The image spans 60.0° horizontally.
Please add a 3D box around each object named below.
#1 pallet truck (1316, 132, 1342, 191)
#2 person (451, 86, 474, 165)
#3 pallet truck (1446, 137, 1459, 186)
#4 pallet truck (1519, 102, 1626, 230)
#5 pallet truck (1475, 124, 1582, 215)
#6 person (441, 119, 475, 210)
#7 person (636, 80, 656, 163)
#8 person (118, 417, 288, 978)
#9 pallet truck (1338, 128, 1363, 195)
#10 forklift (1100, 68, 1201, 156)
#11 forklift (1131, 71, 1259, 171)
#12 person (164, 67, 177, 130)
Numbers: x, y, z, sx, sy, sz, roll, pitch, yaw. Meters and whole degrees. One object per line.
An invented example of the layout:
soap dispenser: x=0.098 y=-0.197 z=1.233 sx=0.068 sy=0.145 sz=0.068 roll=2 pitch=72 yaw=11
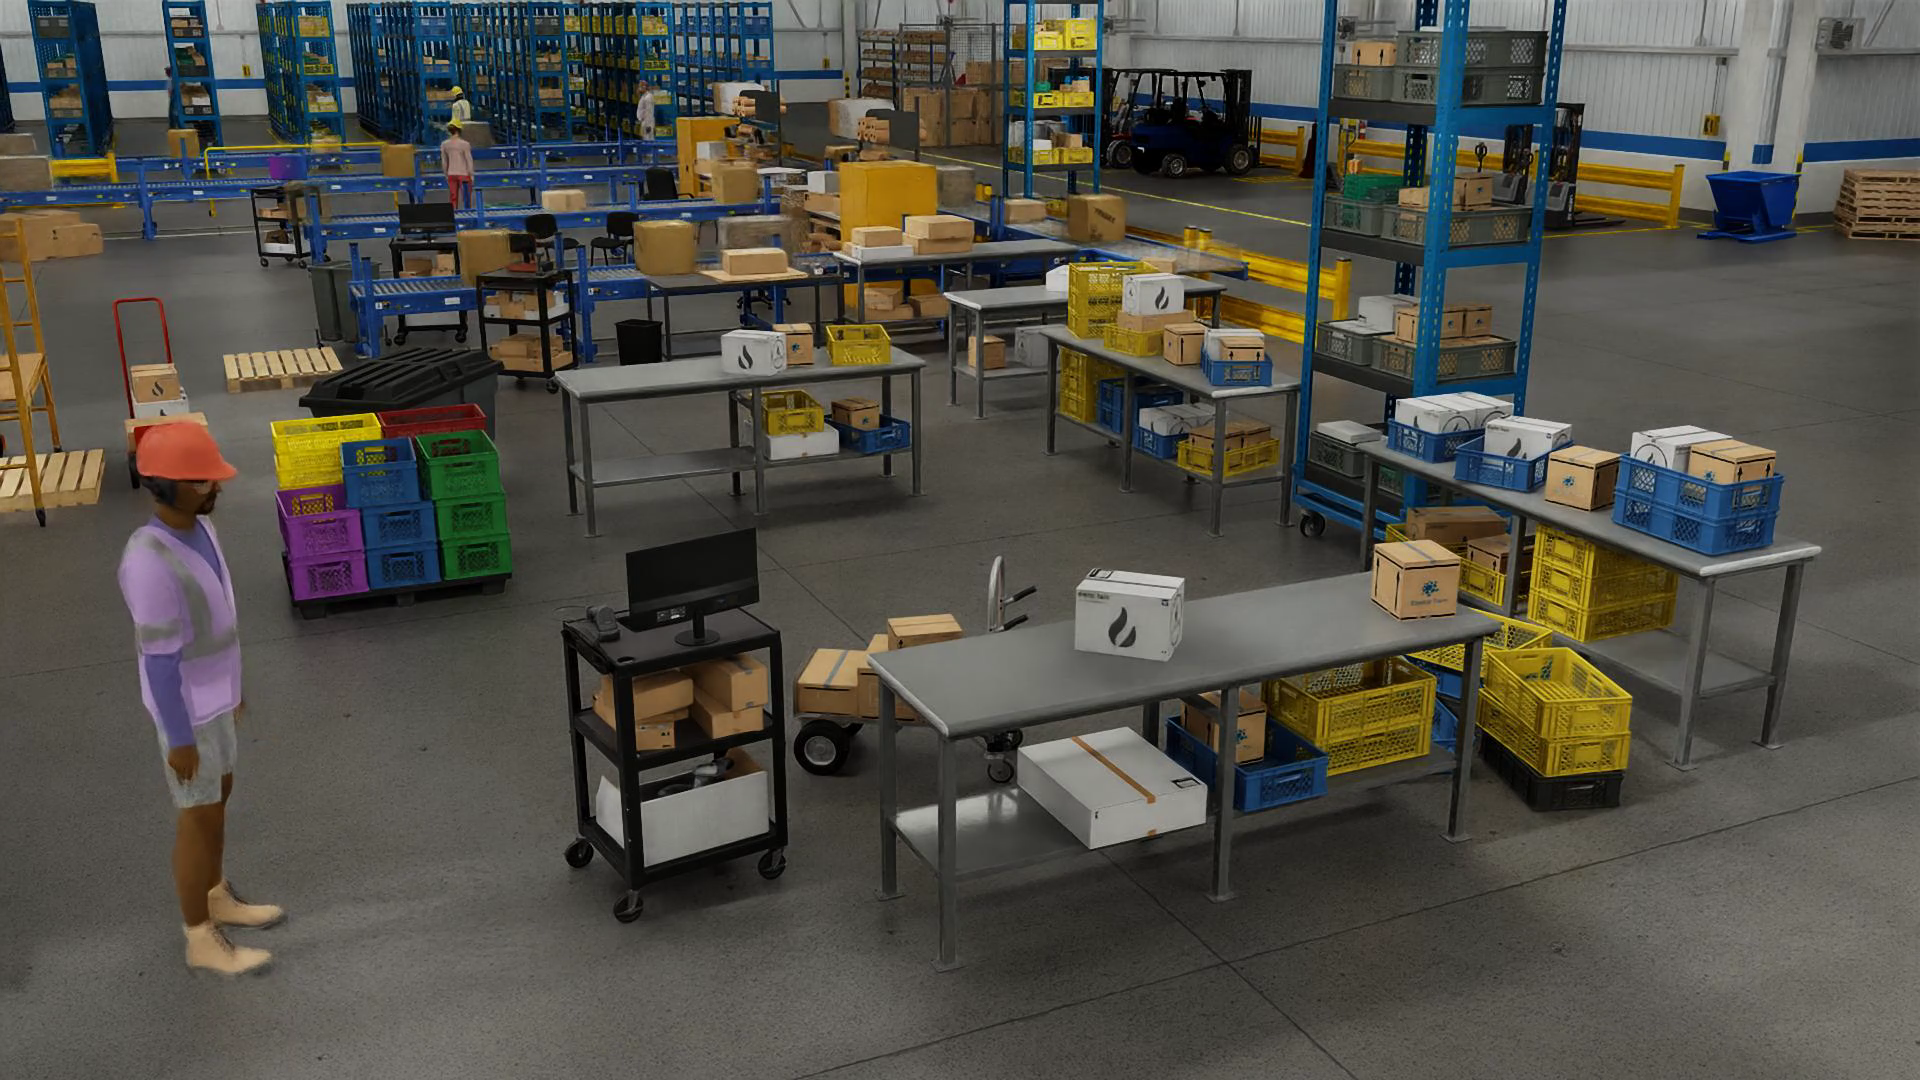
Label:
pallet truck: x=7.723 y=-7.504 z=32.656 sx=1.601 sy=1.201 sz=0.680 roll=-8 pitch=19 yaw=-23
person: x=-10.827 y=-8.915 z=36.134 sx=0.404 sy=1.824 sz=0.586 roll=5 pitch=18 yaw=14
pallet truck: x=9.184 y=-6.485 z=29.328 sx=1.630 sy=1.274 sz=0.653 roll=-8 pitch=19 yaw=-23
pallet truck: x=9.972 y=-6.037 z=26.785 sx=1.885 sy=1.965 sz=0.823 roll=-9 pitch=20 yaw=-25
pallet truck: x=9.707 y=-6.455 z=28.103 sx=1.885 sy=1.965 sz=0.823 roll=-7 pitch=19 yaw=-20
person: x=-7.886 y=-5.735 z=26.219 sx=0.522 sy=1.764 sz=0.318 roll=4 pitch=18 yaw=13
person: x=-7.051 y=-9.338 z=37.333 sx=0.402 sy=1.906 sz=0.652 roll=-6 pitch=19 yaw=-18
person: x=-2.687 y=0.559 z=5.938 sx=0.396 sy=2.038 sz=0.615 roll=-3 pitch=18 yaw=-9
pallet truck: x=7.845 y=-7.140 z=31.411 sx=1.522 sy=1.261 sz=0.704 roll=-9 pitch=20 yaw=-25
forklift: x=4.082 y=-9.564 z=37.410 sx=2.680 sy=1.987 sz=1.157 roll=-8 pitch=19 yaw=-23
forklift: x=4.998 y=-8.936 z=35.413 sx=2.680 sy=1.987 sz=1.157 roll=-9 pitch=20 yaw=-25
person: x=-23.073 y=-12.988 z=48.983 sx=0.795 sy=1.820 sz=0.573 roll=-3 pitch=18 yaw=-9
